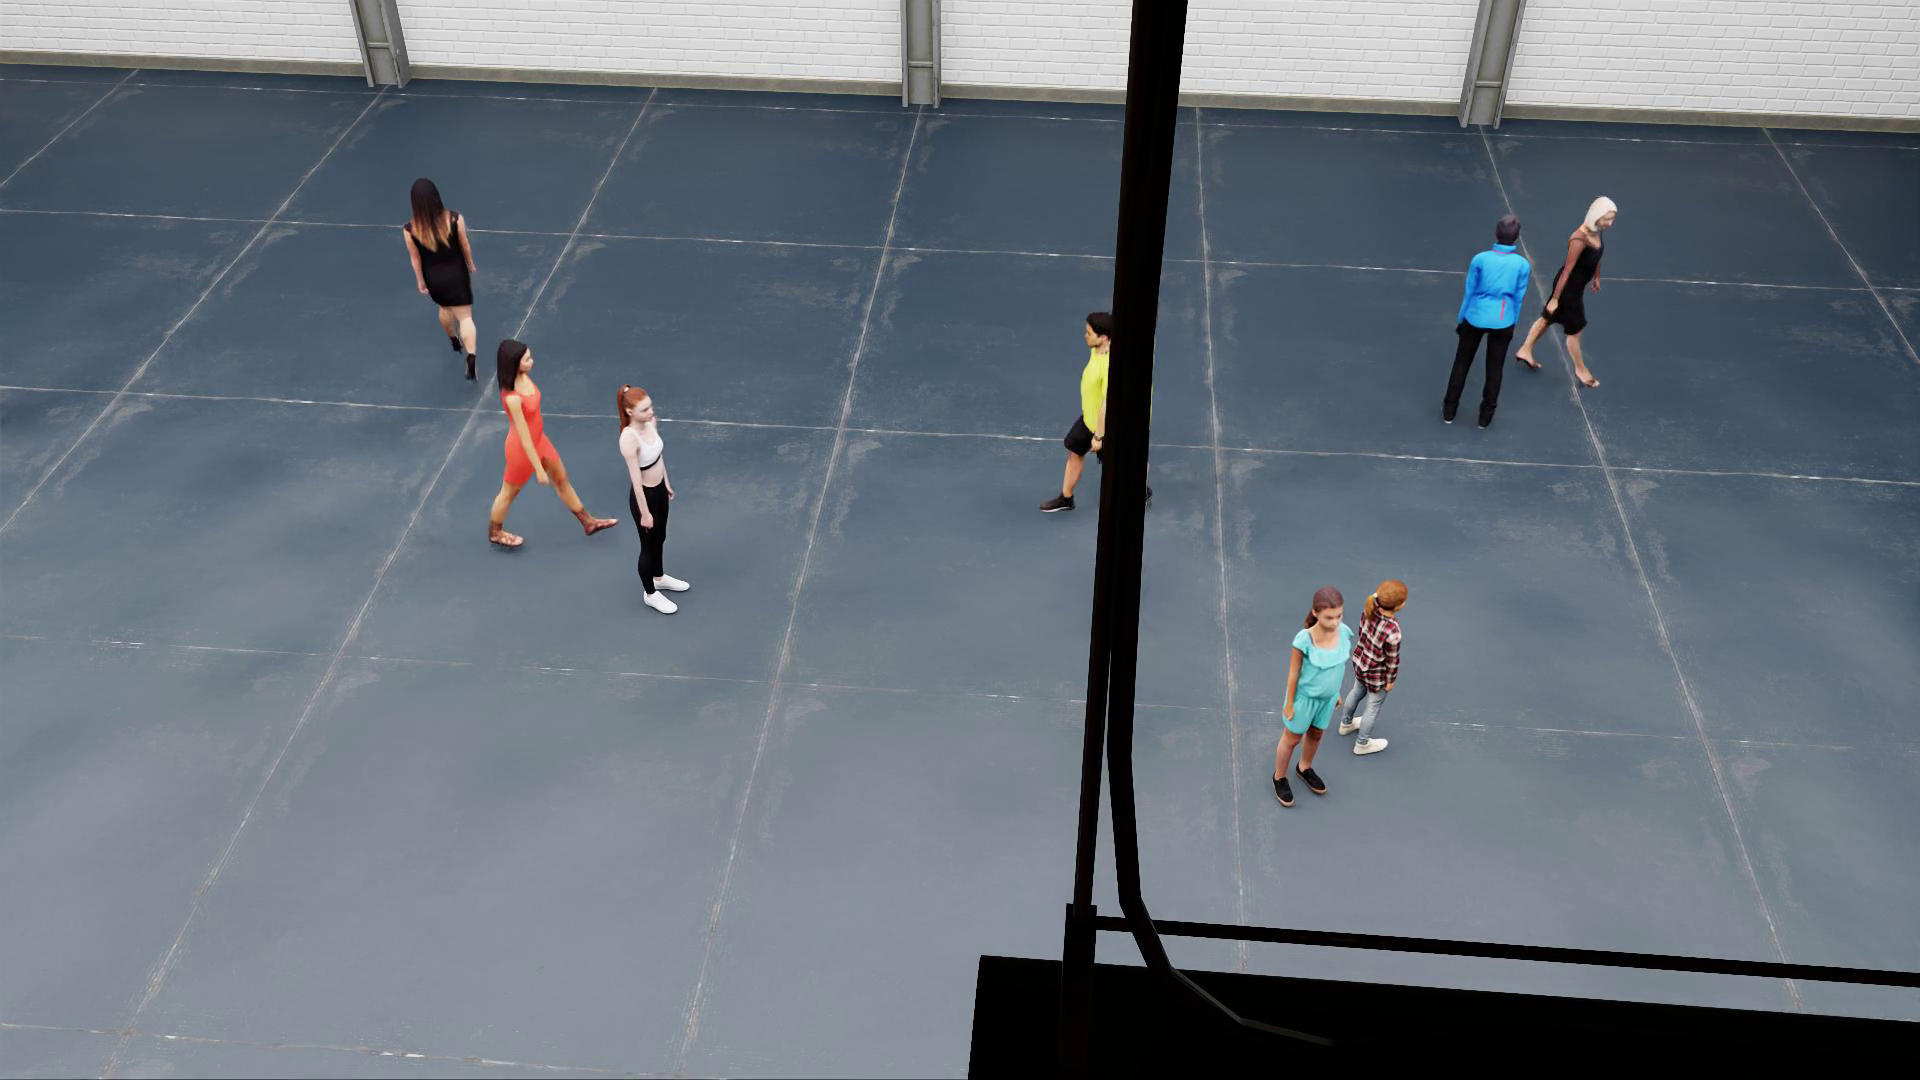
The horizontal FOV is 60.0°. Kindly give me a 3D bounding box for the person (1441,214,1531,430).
[{"bbox_3d":[4.089,-1.675,12.880,0.521,1.792,0.690,9,39,11],"label":"person"}]

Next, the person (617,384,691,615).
[{"bbox_3d":[-2.099,-0.288,11.184,0.569,1.742,0.616,9,39,11],"label":"person"}]

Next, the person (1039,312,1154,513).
[{"bbox_3d":[1.097,-0.882,11.985,1.174,1.670,0.902,-11,40,-13],"label":"person"}]

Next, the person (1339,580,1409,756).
[{"bbox_3d":[2.541,0.766,10.215,0.607,1.303,0.594,-13,40,-15],"label":"person"}]

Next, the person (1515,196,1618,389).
[{"bbox_3d":[4.831,-2.021,13.397,1.113,1.688,0.995,23,44,26],"label":"person"}]

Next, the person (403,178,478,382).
[{"bbox_3d":[-4.134,-2.067,13.460,1.090,1.681,0.963,-11,40,-13],"label":"person"}]

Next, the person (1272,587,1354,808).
[{"bbox_3d":[2.086,0.903,9.839,0.606,1.558,0.697,-14,41,-17],"label":"person"}]

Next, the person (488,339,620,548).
[{"bbox_3d":[-3.123,-0.606,11.650,1.224,1.657,0.805,-3,39,-4],"label":"person"}]
